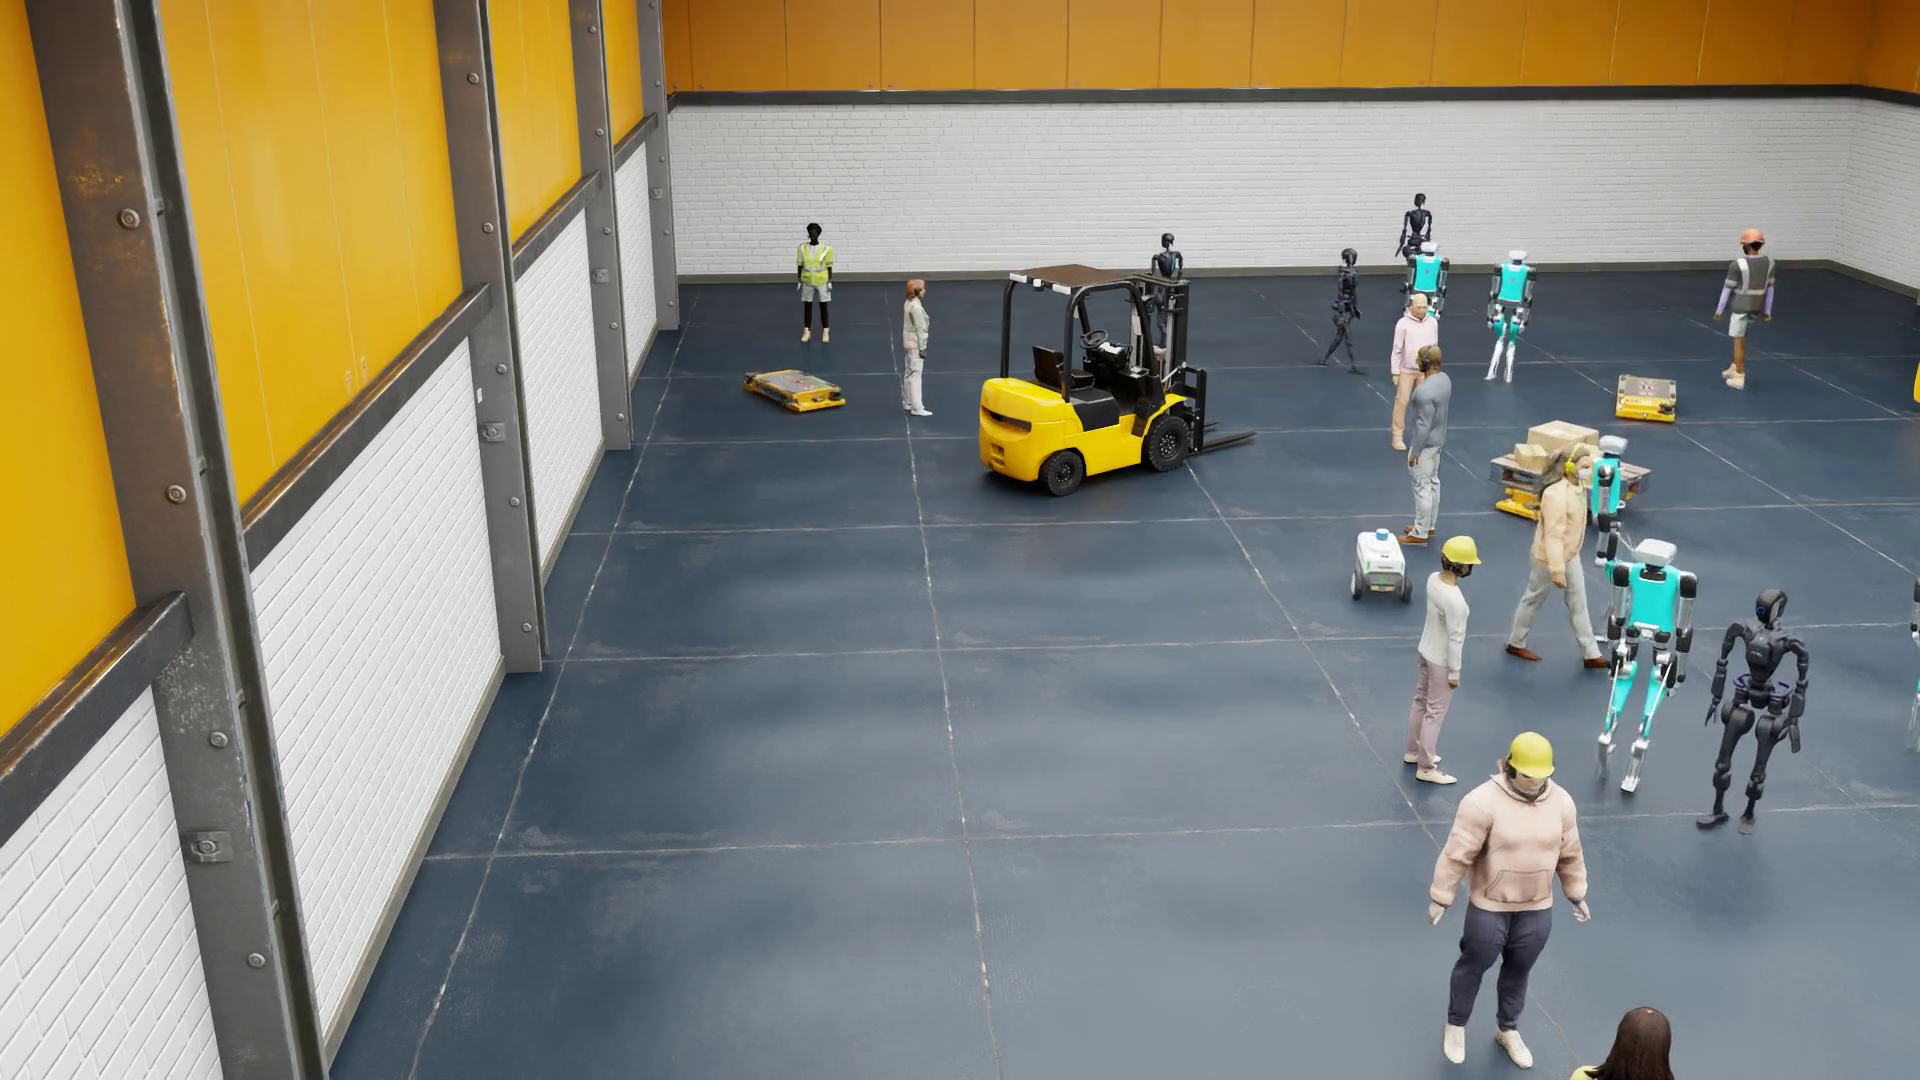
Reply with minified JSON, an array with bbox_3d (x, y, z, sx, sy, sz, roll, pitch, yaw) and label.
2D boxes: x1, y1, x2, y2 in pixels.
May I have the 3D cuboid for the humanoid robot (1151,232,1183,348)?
[{"bbox_3d":[2.892,-3.404,22.907,0.589,1.638,0.691,-12,23,-30],"label":"humanoid robot"}]

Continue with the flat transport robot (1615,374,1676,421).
[{"bbox_3d":[8.405,-1.742,20.373,0.659,0.231,1.431,8,22,20],"label":"flat transport robot"}]

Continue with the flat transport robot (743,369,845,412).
[{"bbox_3d":[-2.080,-1.874,20.733,0.659,0.231,1.431,-14,24,-33],"label":"flat transport robot"}]

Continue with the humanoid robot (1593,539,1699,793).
[{"bbox_3d":[4.473,0.939,11.014,0.555,1.848,0.659,14,24,33],"label":"humanoid robot"}]

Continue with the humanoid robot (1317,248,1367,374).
[{"bbox_3d":[5.098,-3.030,21.917,0.750,1.637,0.586,12,23,30],"label":"humanoid robot"}]

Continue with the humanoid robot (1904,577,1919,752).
[{"bbox_3d":[6.933,0.742,11.635,0.542,1.900,0.730,9,22,22],"label":"humanoid robot"}]

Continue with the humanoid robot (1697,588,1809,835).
[{"bbox_3d":[5.062,1.099,10.601,0.413,1.649,0.612,-18,27,-40],"label":"humanoid robot"}]

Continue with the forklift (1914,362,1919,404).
[{"bbox_3d":[12.602,-2.435,19.475,2.313,2.155,1.214,-1,20,-4],"label":"forklift"}]

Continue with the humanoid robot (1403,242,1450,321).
[{"bbox_3d":[6.111,-3.067,21.900,0.543,1.803,0.754,6,21,17],"label":"humanoid robot"}]

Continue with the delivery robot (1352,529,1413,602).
[{"bbox_3d":[3.701,0.216,14.650,0.499,0.612,0.809,2,20,6],"label":"delivery robot"}]

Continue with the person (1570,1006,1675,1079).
[{"bbox_3d":[2.522,2.588,6.403,0.469,1.766,0.365,12,23,30],"label":"person"}]

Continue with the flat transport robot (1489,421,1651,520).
[{"bbox_3d":[6.147,-0.452,16.858,1.431,0.231,0.659,-15,25,-35],"label":"flat transport robot"}]

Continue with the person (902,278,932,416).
[{"bbox_3d":[-0.533,-2.313,19.930,0.308,1.644,0.514,-6,21,-16],"label":"person"}]

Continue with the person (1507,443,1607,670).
[{"bbox_3d":[4.752,0.158,12.917,0.596,1.831,0.937,-18,27,-40],"label":"person"}]

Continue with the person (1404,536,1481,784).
[{"bbox_3d":[3.286,0.800,11.286,0.330,1.761,0.522,-2,20,-5],"label":"person"}]

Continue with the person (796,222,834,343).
[{"bbox_3d":[-2.045,-3.628,23.435,0.534,1.699,0.318,2,20,6],"label":"person"}]

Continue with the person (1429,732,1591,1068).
[{"bbox_3d":[2.768,1.800,8.416,0.822,1.870,0.419,-2,20,-4],"label":"person"}]

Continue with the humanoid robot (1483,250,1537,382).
[{"bbox_3d":[7.037,-2.831,21.289,0.561,1.825,0.731,9,22,22],"label":"humanoid robot"}]

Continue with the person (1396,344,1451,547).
[{"bbox_3d":[4.377,-0.890,15.633,0.351,1.936,0.633,12,23,30],"label":"person"}]

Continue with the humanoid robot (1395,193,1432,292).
[{"bbox_3d":[7.238,-4.662,26.373,0.615,1.651,0.756,-8,22,-22],"label":"humanoid robot"}]

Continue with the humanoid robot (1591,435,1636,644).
[{"bbox_3d":[5.346,0.065,13.364,0.762,1.801,0.537,8,21,20],"label":"humanoid robot"}]

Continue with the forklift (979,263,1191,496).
[{"bbox_3d":[1.315,-1.764,17.646,2.313,2.155,1.214,-14,24,-33],"label":"forklift"}]

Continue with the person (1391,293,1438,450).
[{"bbox_3d":[5.059,-1.890,18.594,0.539,1.775,0.405,-3,20,-9],"label":"person"}]

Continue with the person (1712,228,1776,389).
[{"bbox_3d":[9.923,-2.965,21.166,0.627,2.012,0.752,-5,21,-12],"label":"person"}]
